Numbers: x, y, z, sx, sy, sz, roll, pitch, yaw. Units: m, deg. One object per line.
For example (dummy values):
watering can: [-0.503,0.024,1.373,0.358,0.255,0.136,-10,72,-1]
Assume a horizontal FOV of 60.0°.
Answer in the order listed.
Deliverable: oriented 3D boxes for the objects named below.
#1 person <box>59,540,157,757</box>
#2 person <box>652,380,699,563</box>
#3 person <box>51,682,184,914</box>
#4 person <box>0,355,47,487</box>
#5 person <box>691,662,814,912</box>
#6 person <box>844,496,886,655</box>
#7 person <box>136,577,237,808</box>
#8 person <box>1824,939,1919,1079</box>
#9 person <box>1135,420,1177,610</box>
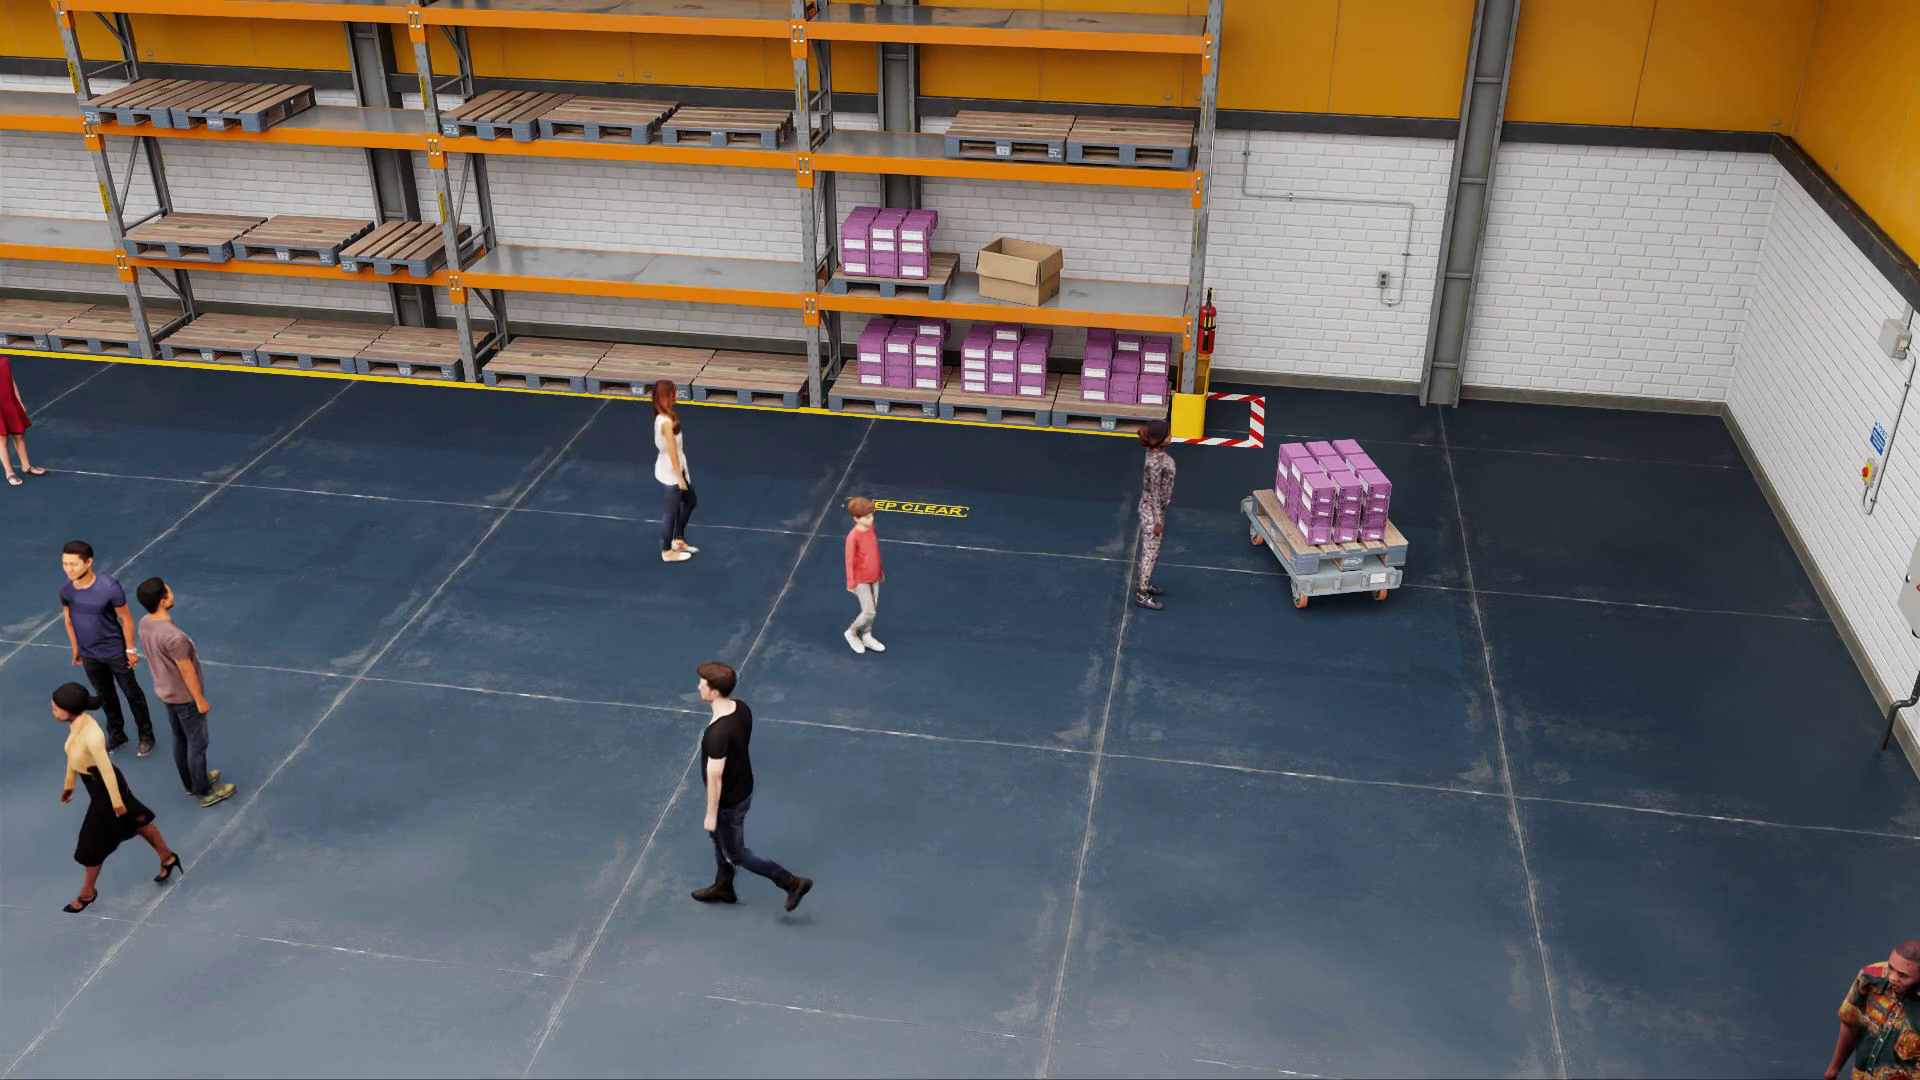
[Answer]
person: [-6.251,0.781,12.170,0.495,1.793,0.725,2,29,4]
person: [-2.641,-0.587,14.696,0.705,1.776,0.713,-5,29,-9]
person: [-5.457,1.621,10.818,1.019,1.615,0.978,-20,35,-33]
person: [-9.369,-1.322,16.277,0.672,1.553,0.613,13,31,22]
person: [-1.369,1.629,10.535,1.094,1.870,0.736,2,29,4]
person: [-0.824,0.273,13.503,0.623,1.410,0.589,14,32,24]
person: [-5.490,1.064,11.666,0.652,1.780,0.766,22,35,34]
person: [4.859,2.751,8.586,1.031,1.767,0.937,-14,32,-24]
person: [1.643,-0.236,14.118,0.559,1.714,0.576,3,29,6]
